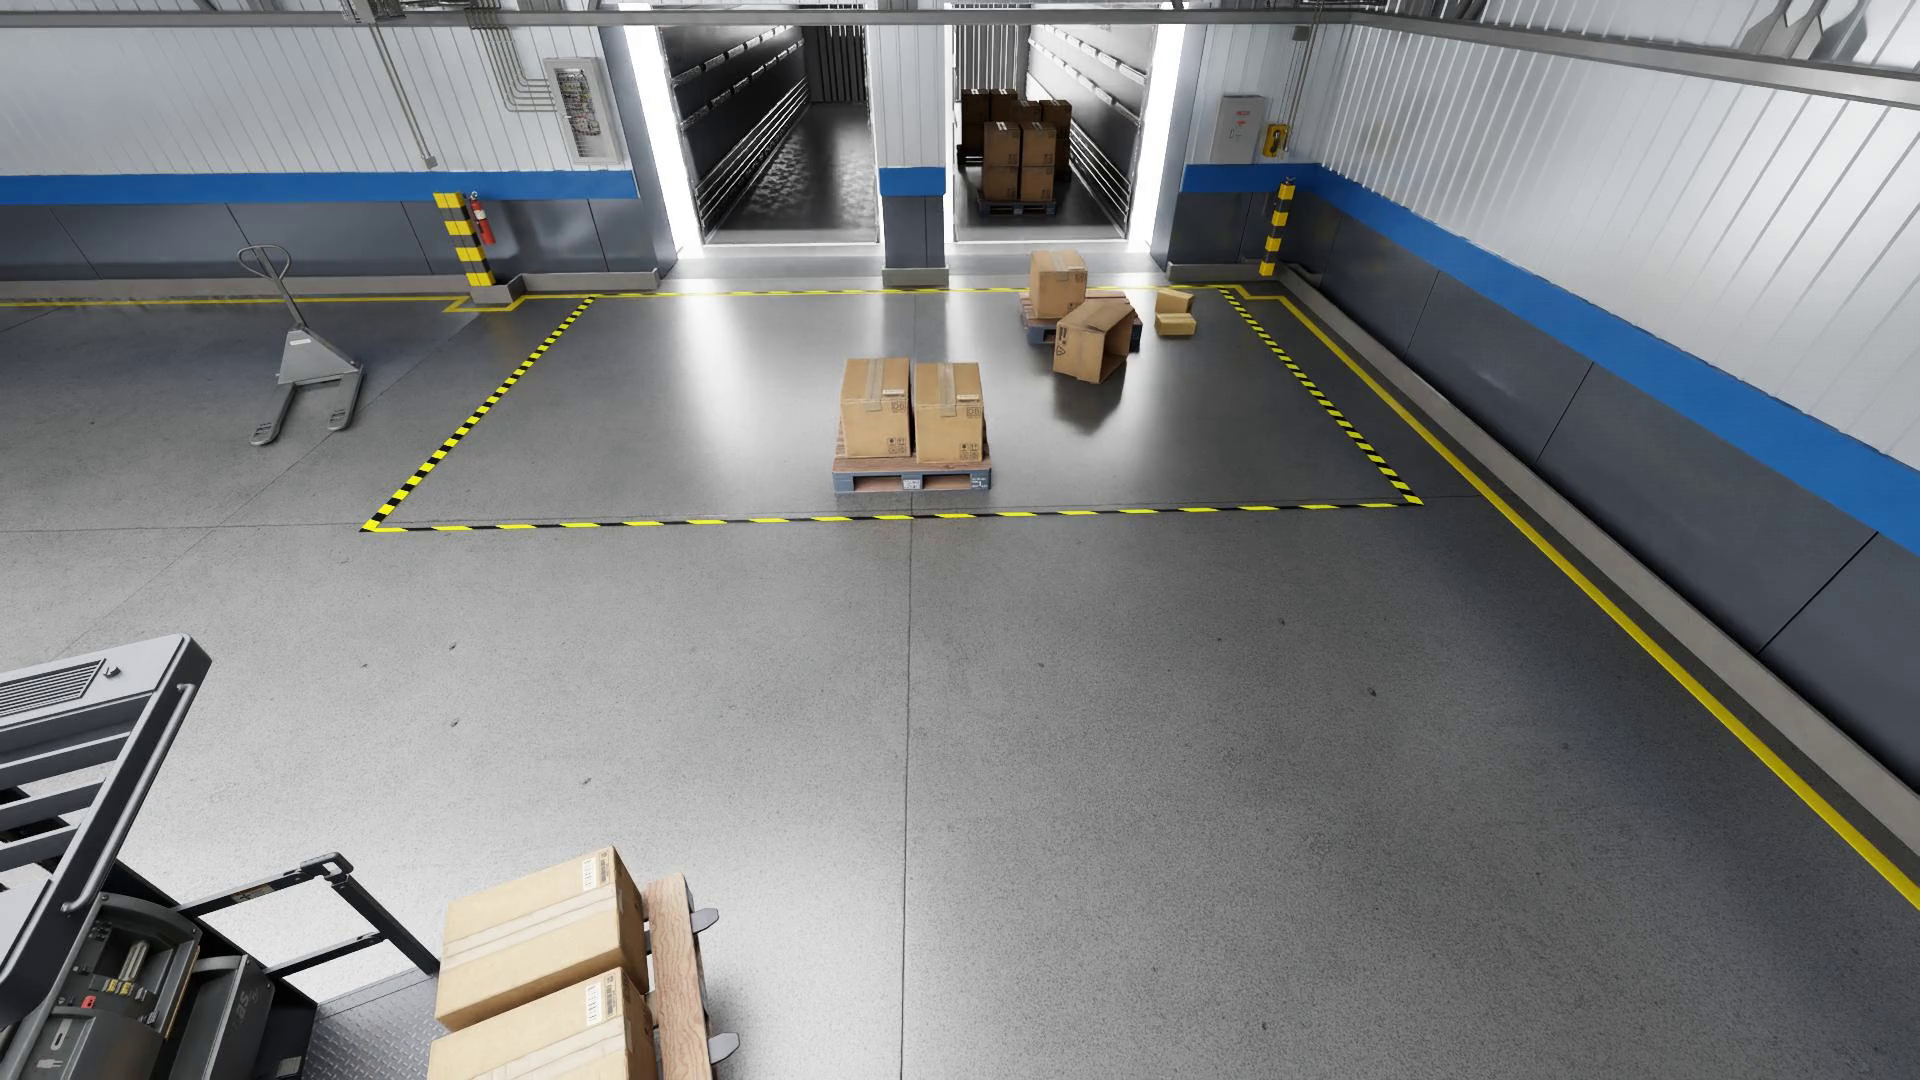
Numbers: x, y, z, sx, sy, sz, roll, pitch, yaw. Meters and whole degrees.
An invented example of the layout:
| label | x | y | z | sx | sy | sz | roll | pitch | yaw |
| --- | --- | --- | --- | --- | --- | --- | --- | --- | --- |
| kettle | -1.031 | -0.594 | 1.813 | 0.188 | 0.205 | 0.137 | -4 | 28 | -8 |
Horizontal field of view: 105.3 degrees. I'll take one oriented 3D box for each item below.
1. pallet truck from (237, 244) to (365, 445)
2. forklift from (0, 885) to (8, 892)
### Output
| label | x | y | z | sx | sy | sz | roll | pitch | yaw |
| --- | --- | --- | --- | --- | --- | --- | --- | --- | --- |
| pallet truck | -5.915 | -1.733 | 6.366 | 0.680 | 1.201 | 1.601 | -18 | 42 | -21 |
| forklift | -2.319 | 1.487 | 1.663 | 0.776 | 2.013 | 0.716 | -15 | 41 | -18 |
